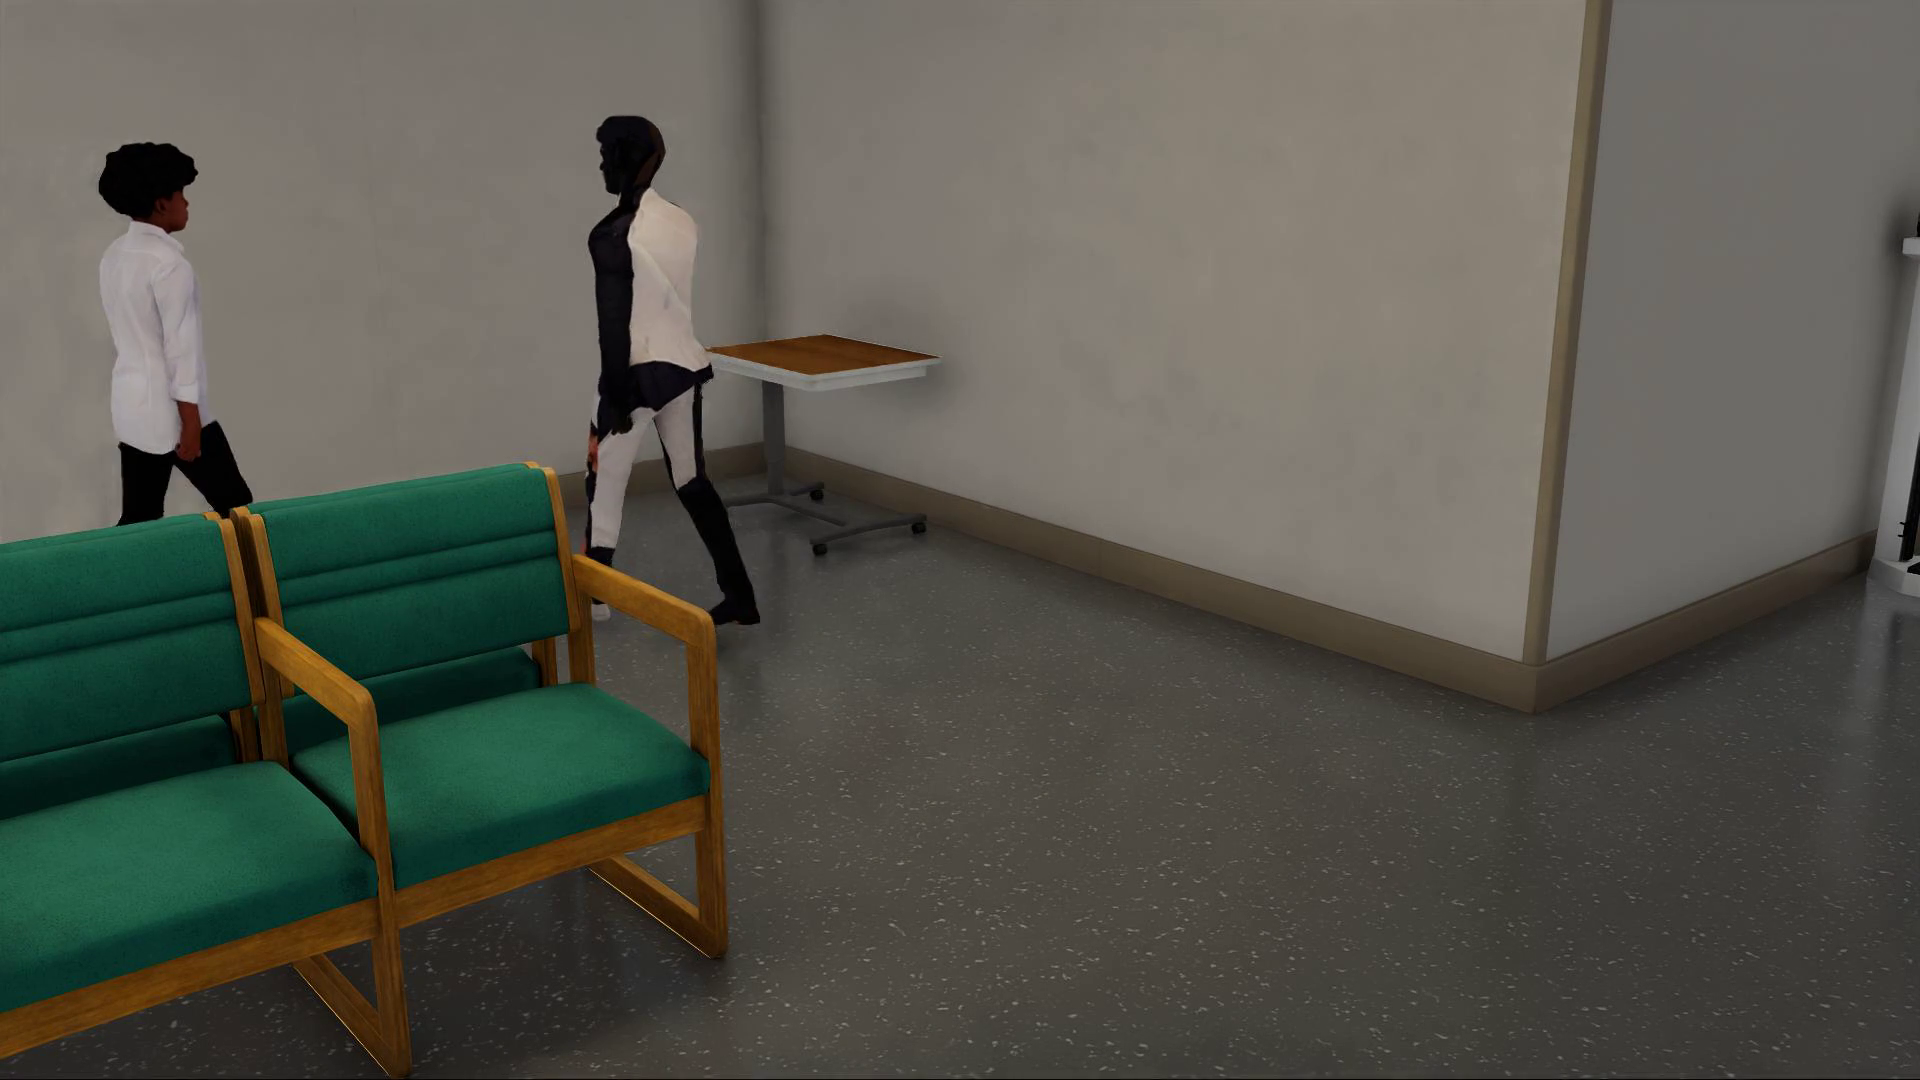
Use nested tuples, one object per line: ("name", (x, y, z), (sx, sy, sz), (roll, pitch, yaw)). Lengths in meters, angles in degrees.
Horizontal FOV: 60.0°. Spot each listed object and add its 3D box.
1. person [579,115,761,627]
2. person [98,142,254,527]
("person", (-1.039, -0.538, 5.978), (1.206, 1.855, 0.879), (10, 19, 32))
("person", (-2.859, -0.448, 5.813), (1.032, 1.772, 0.885), (10, 19, 32))
